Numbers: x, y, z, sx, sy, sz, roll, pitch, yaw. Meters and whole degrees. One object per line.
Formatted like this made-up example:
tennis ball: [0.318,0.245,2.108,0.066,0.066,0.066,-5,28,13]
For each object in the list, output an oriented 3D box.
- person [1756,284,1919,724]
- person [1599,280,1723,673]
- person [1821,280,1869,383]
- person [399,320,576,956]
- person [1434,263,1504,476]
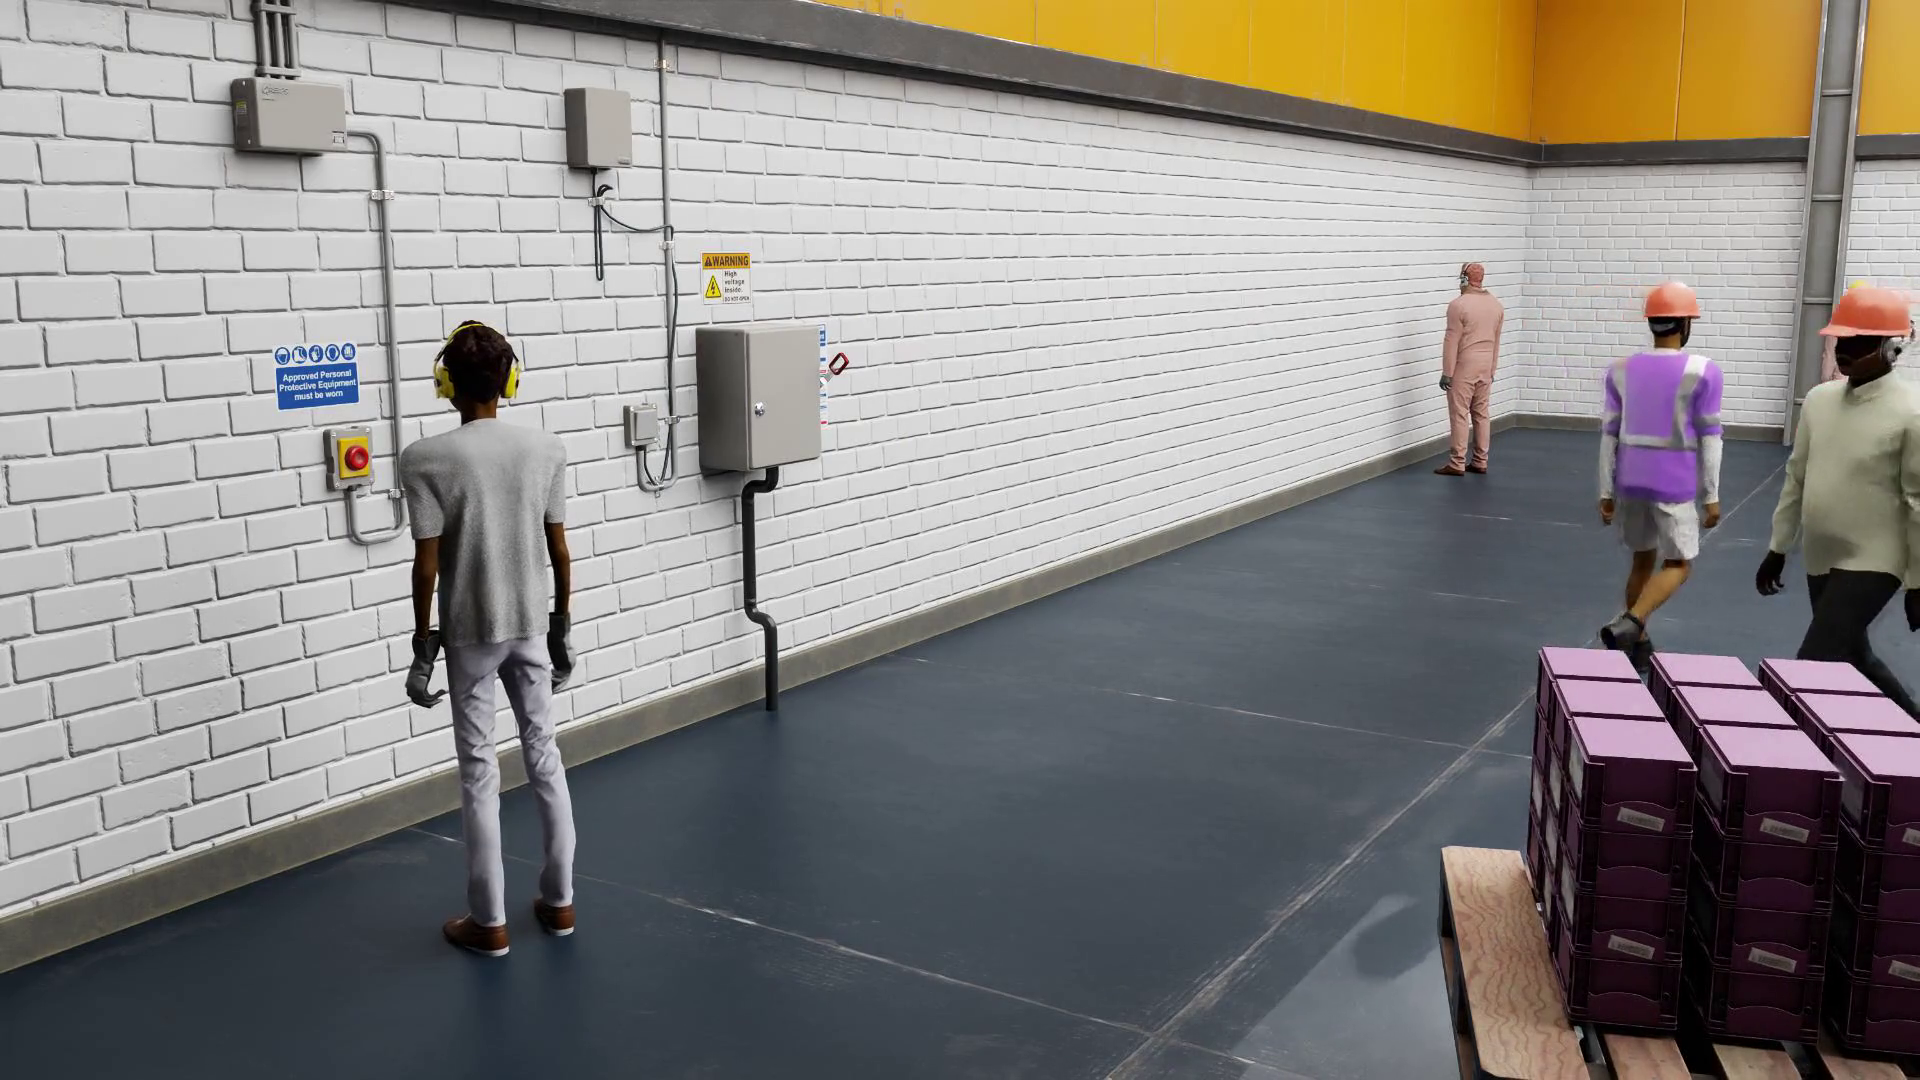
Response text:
person: [3.283,0.057,6.012,0.977,1.959,0.616,-2,10,-9]
person: [3.258,-0.258,7.851,0.690,1.917,0.554,-8,13,-39]
person: [7.705,-1.350,14.344,0.521,1.758,0.349,2,10,12]
person: [-1.386,0.295,4.908,0.515,1.872,0.333,-8,13,-37]
person: [4.550,-1.525,14.917,0.641,1.903,0.402,-6,12,-32]
